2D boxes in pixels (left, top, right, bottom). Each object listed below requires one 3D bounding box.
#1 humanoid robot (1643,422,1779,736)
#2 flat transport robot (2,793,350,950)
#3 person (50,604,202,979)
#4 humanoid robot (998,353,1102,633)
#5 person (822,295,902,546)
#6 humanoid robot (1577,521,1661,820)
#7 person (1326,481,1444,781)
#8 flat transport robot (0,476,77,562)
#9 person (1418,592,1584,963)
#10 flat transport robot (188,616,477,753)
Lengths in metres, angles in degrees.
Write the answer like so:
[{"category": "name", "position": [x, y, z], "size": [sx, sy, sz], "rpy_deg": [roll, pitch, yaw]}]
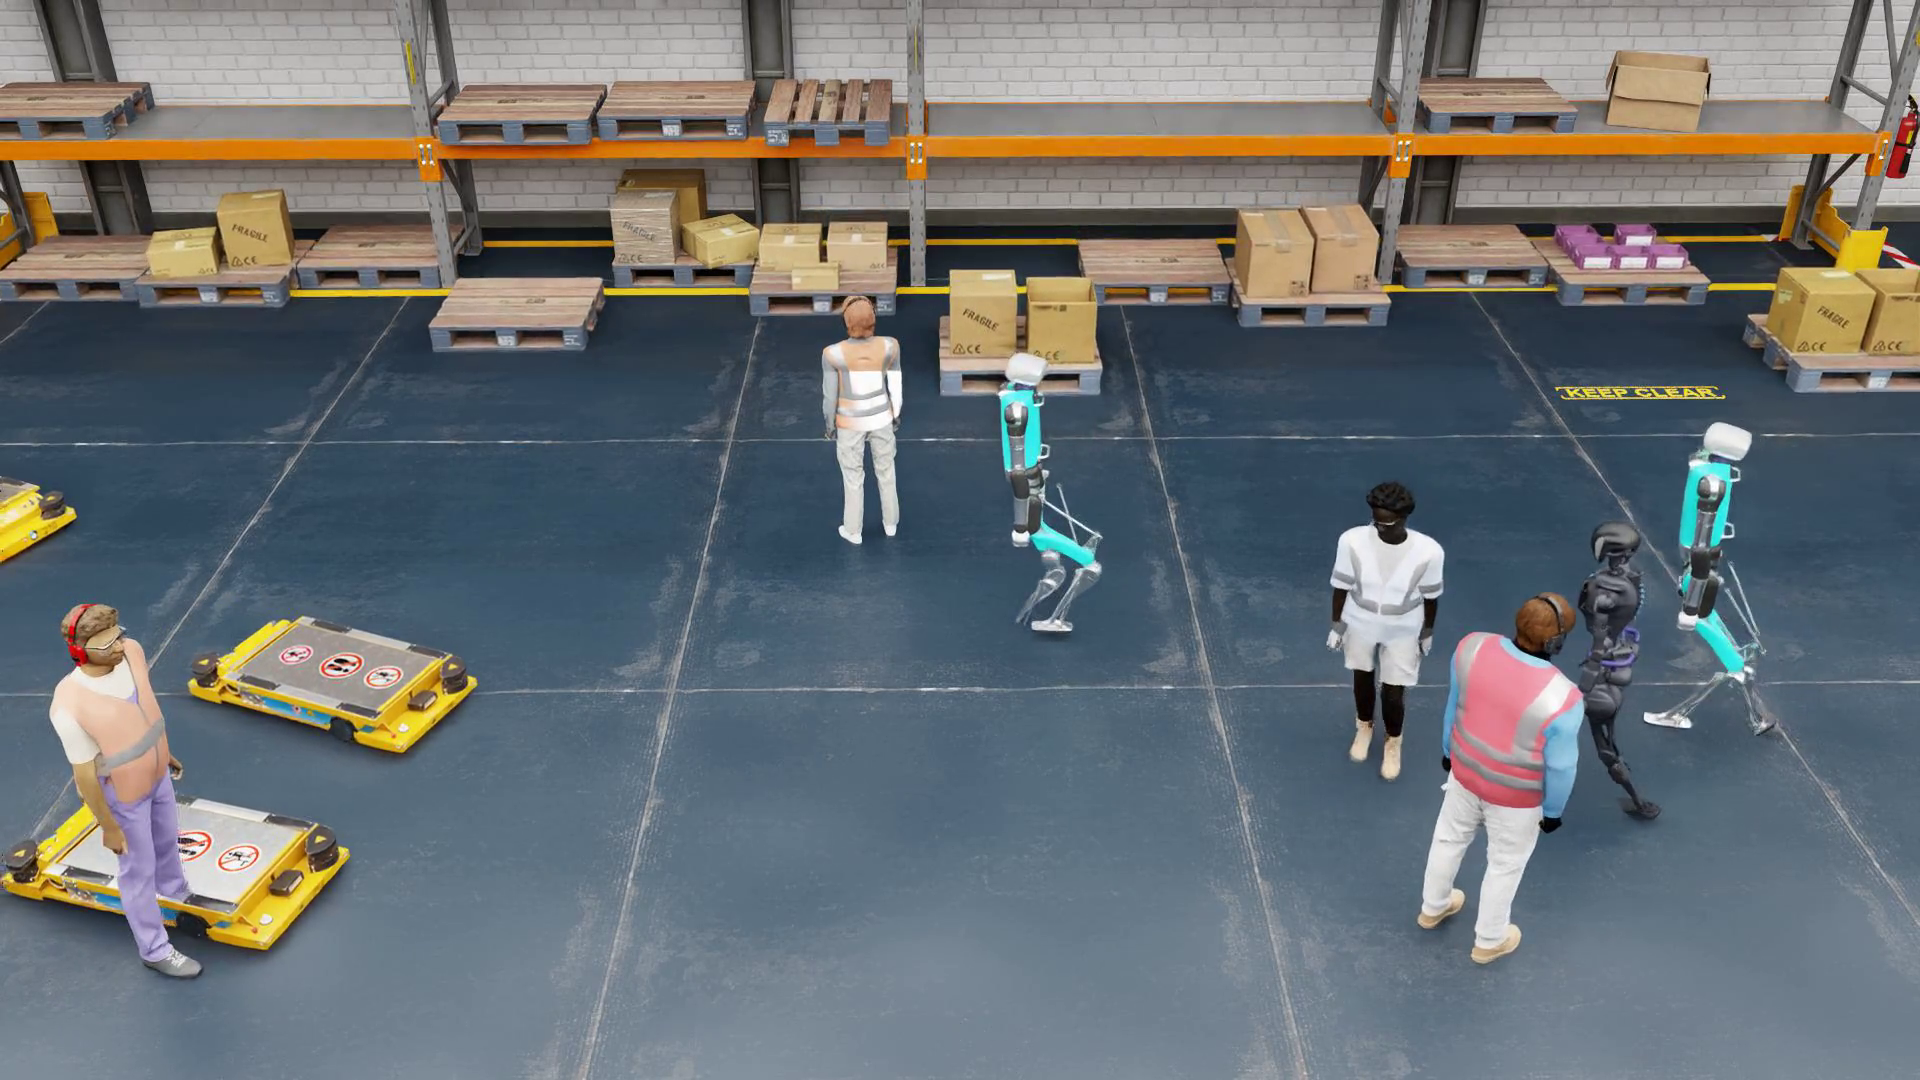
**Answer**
[{"category": "humanoid robot", "position": [4.027, 0.303, 8.537], "size": [0.854, 1.846, 0.550], "rpy_deg": [11, 33, 18]}, {"category": "flat transport robot", "position": [-3.710, 1.524, 7.873], "size": [1.431, 0.231, 0.659], "rpy_deg": [8, 32, 14]}, {"category": "person", "position": [-3.553, 1.056, 7.123], "size": [0.373, 1.842, 0.568], "rpy_deg": [2, 31, 3]}, {"category": "humanoid robot", "position": [0.553, -0.160, 9.301], "size": [0.749, 1.841, 0.544], "rpy_deg": [3, 31, 5]}, {"category": "person", "position": [-0.599, -0.729, 10.290], "size": [0.514, 1.639, 0.313], "rpy_deg": [-11, 33, -17]}, {"category": "humanoid robot", "position": [3.145, 0.636, 8.050], "size": [0.767, 1.628, 0.585], "rpy_deg": [15, 34, 24]}, {"category": "person", "position": [2.090, 0.453, 8.295], "size": [0.537, 1.671, 0.518], "rpy_deg": [12, 33, 19]}, {"category": "flat transport robot", "position": [-6.512, -0.193, 10.733], "size": [1.431, 0.231, 0.659], "rpy_deg": [12, 33, 19]}, {"category": "person", "position": [2.350, 1.023, 7.198], "size": [0.434, 1.833, 0.629], "rpy_deg": [-21, 37, -30]}, {"category": "flat transport robot", "position": [-3.451, 0.764, 9.139], "size": [1.431, 0.231, 0.659], "rpy_deg": [12, 33, 19]}]
